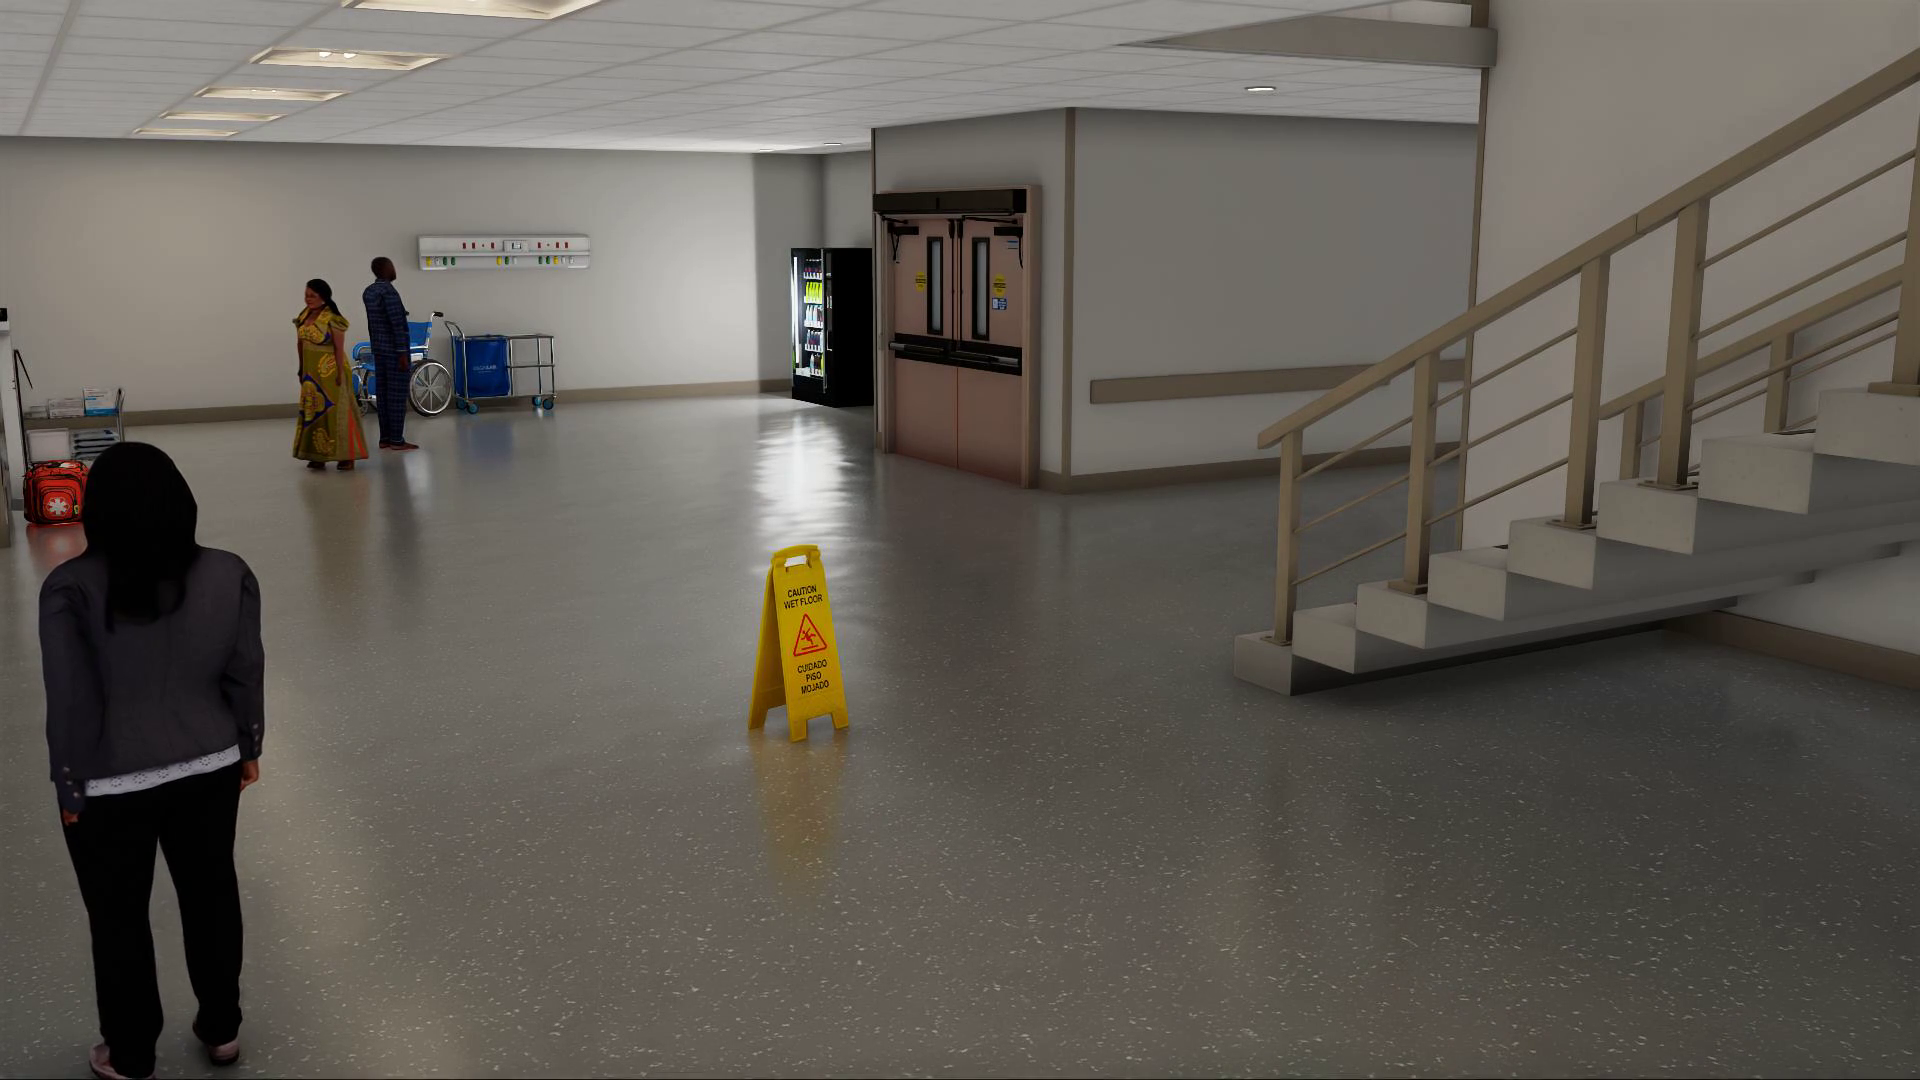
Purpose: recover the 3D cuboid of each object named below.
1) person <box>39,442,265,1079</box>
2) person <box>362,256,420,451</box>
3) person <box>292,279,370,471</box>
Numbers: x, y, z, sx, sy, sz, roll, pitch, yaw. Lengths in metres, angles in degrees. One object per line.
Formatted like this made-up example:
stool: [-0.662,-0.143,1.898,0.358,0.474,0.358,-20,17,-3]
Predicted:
person: [-1.984,0.554,4.092,0.750,1.599,0.746,10,15,42]
person: [-5.411,-1.778,15.781,0.668,1.822,0.806,9,14,40]
person: [-5.526,-1.443,14.467,1.000,1.654,1.073,3,11,17]
